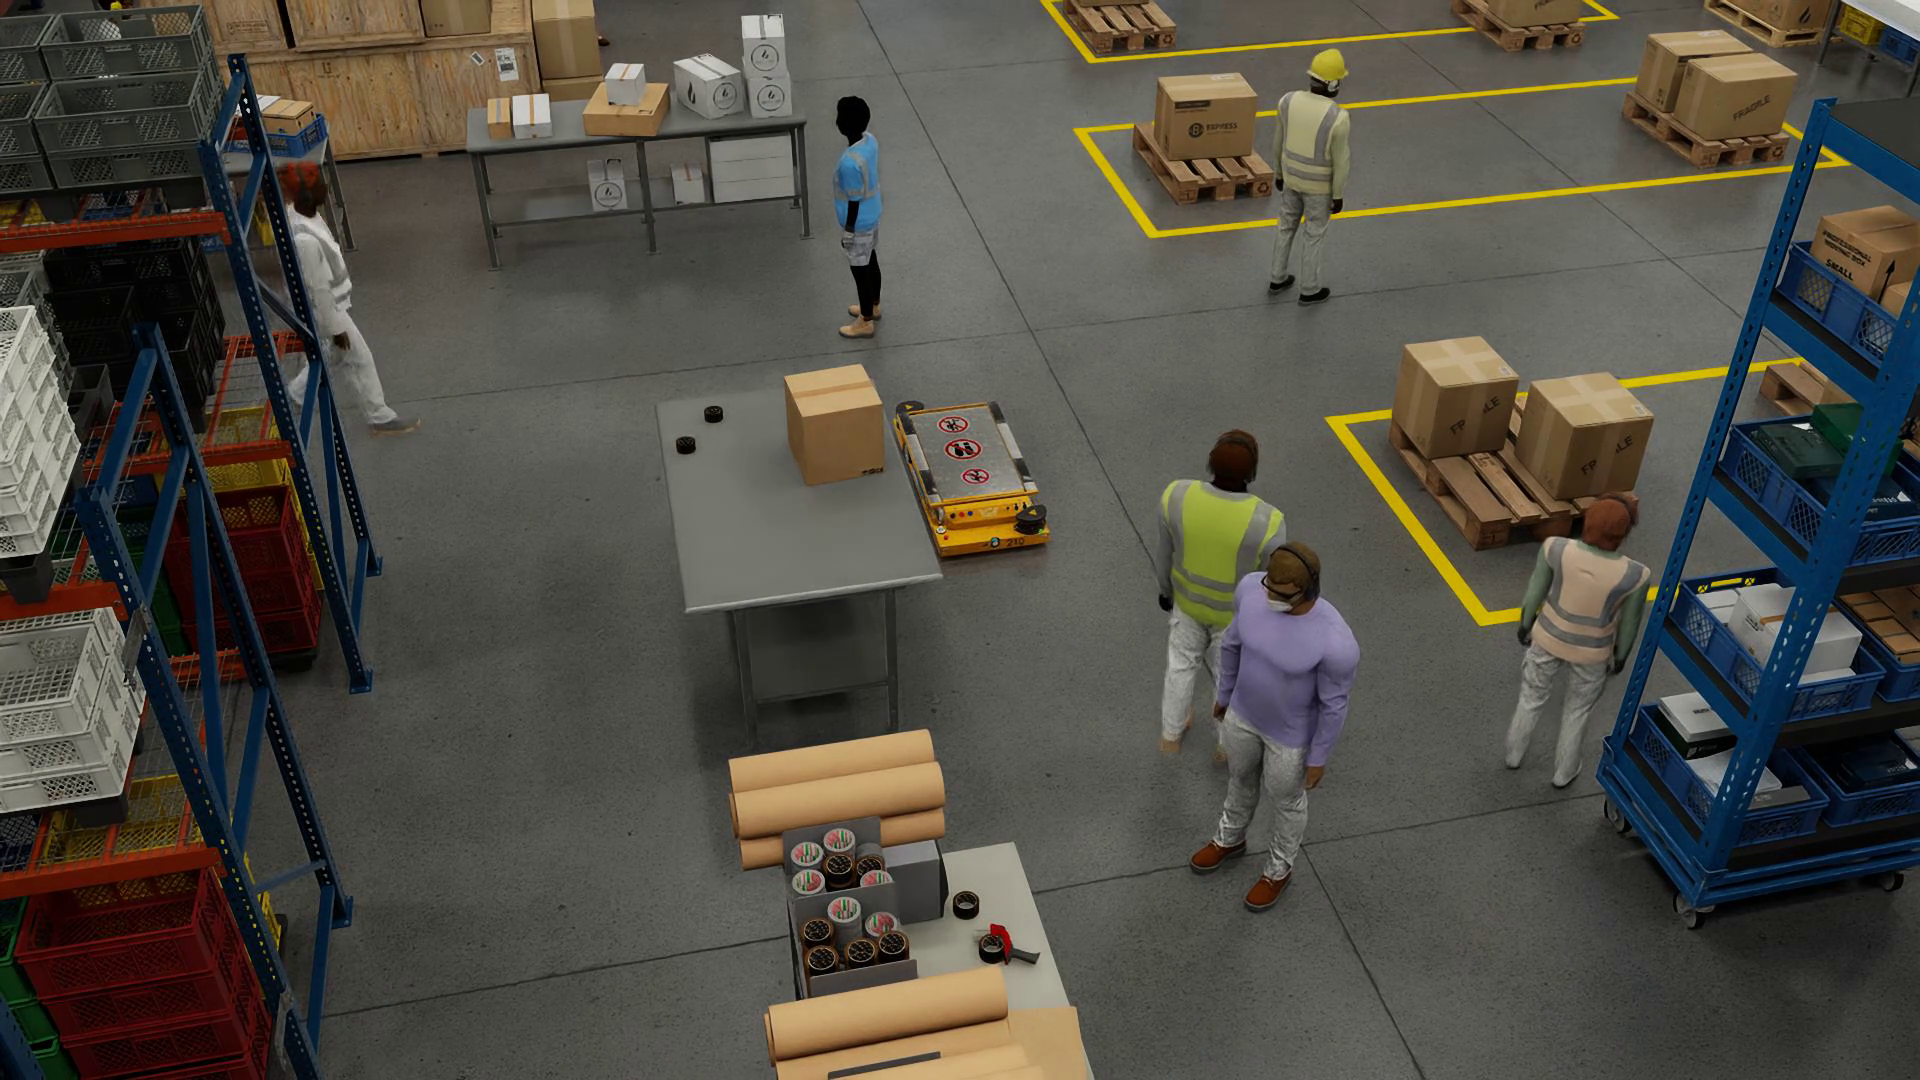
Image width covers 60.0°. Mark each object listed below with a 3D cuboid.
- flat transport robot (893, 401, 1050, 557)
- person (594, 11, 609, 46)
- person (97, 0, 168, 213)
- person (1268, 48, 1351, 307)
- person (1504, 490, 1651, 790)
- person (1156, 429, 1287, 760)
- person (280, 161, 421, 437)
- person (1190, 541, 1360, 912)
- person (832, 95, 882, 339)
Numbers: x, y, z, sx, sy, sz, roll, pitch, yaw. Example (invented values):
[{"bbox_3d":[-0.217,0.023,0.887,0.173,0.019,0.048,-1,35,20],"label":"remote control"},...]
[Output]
[{"bbox_3d":[0.046,-0.430,10.108,0.652,0.197,1.431,-8,37,-10],"label":"flat transport robot"},{"bbox_3d":[-3.645,-5.569,15.659,0.643,1.905,0.400,-30,46,-34],"label":"person"},{"bbox_3d":[-6.204,-3.301,12.644,0.325,1.865,0.515,-27,44,-32],"label":"person"},{"bbox_3d":[2.458,-2.529,11.631,0.404,1.829,0.600,-29,45,-33],"label":"person"},{"bbox_3d":[2.852,0.481,7.750,0.522,1.632,0.315,21,42,26],"label":"person"},{"bbox_3d":[1.226,0.292,7.853,0.648,1.835,0.470,19,41,23],"label":"person"},{"bbox_3d":[-3.888,-1.420,10.118,0.790,1.862,0.597,-13,39,-17],"label":"person"},{"bbox_3d":[1.335,0.783,7.096,0.371,1.935,0.627,-28,45,-32],"label":"person"},{"bbox_3d":[-0.695,-2.186,11.281,0.315,1.696,0.541,7,37,9],"label":"person"}]
